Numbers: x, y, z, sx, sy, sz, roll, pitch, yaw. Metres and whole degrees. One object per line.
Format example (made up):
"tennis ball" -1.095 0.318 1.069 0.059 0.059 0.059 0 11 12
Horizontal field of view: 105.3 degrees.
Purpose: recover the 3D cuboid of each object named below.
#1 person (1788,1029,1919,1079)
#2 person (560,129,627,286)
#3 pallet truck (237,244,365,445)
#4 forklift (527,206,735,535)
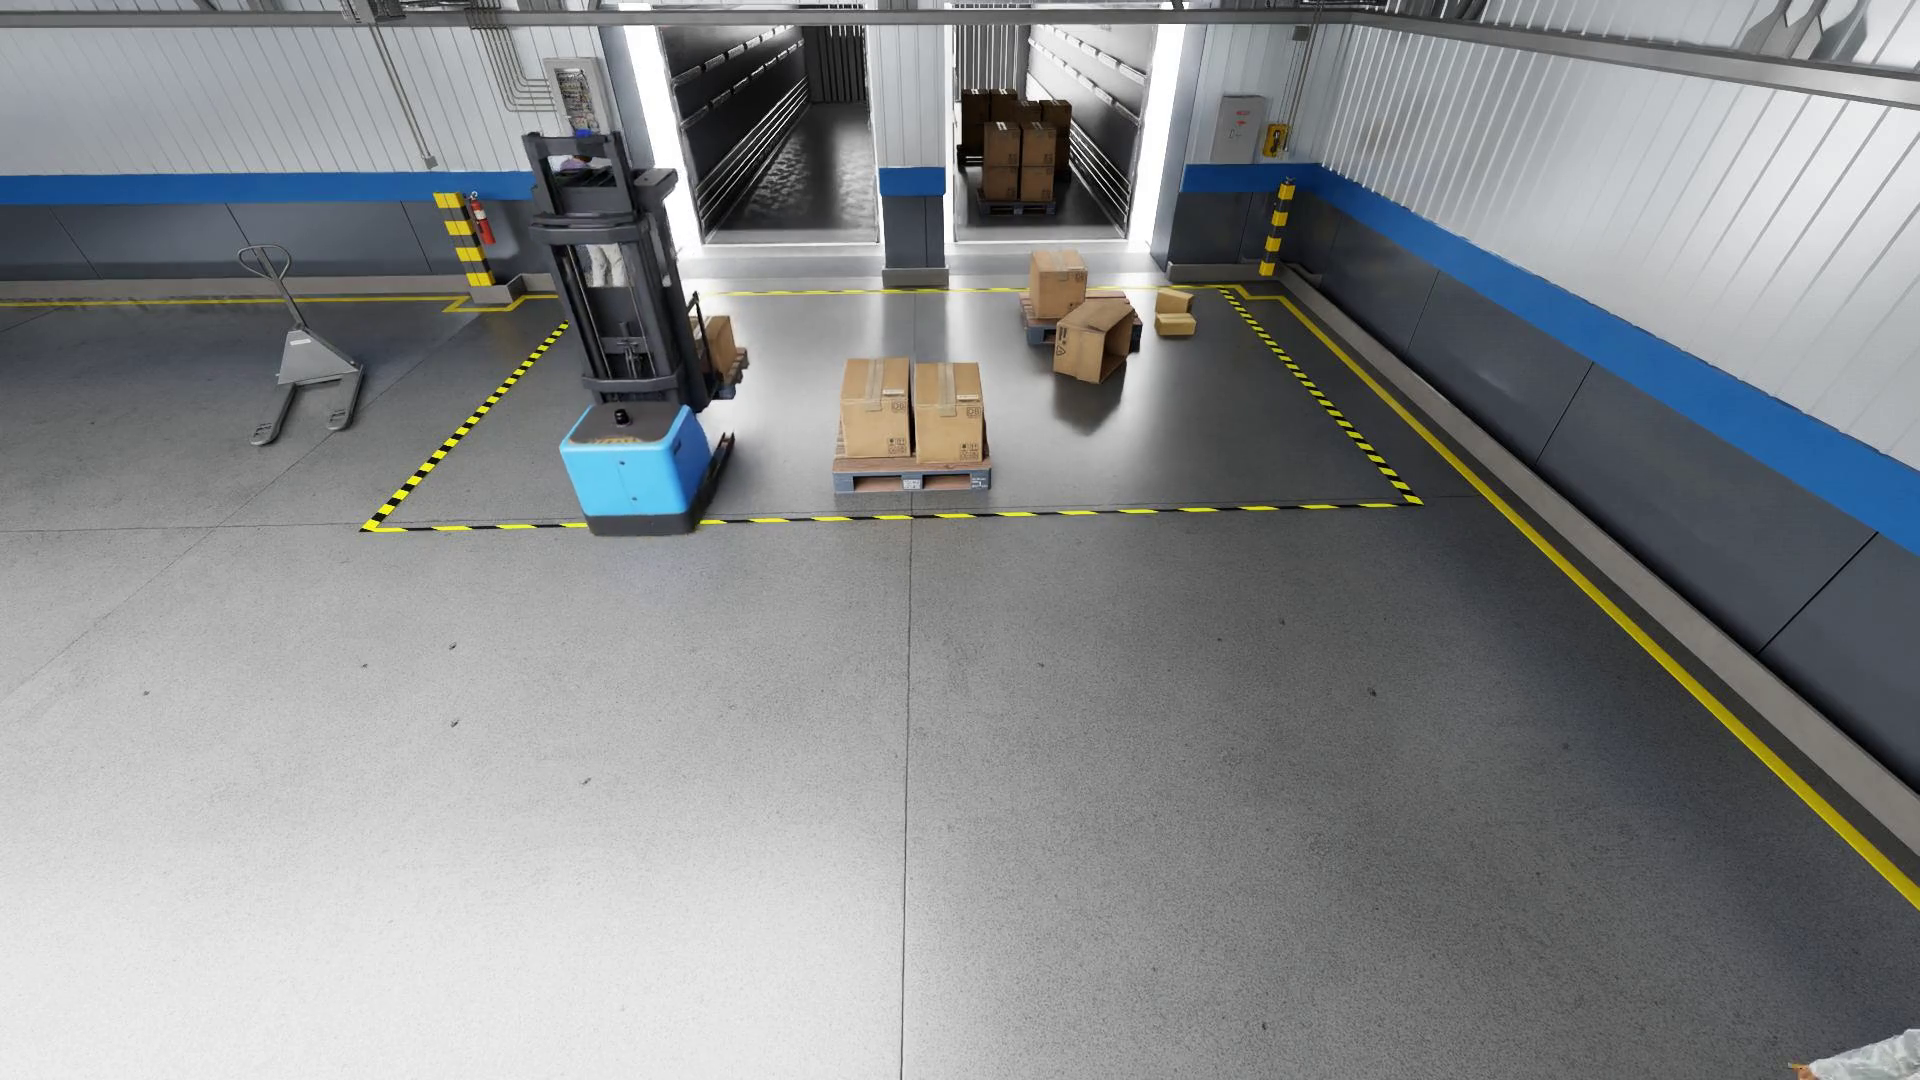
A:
"person" 2.342 1.585 1.807 0.590 1.703 0.497 31 48 33
"person" -3.887 -3.467 8.039 0.783 1.879 0.726 19 42 23
"pallet truck" -5.915 -1.733 6.366 0.680 1.201 1.601 -18 42 -21
"forklift" -2.247 -1.065 4.878 0.716 2.013 0.776 -1 38 -1
